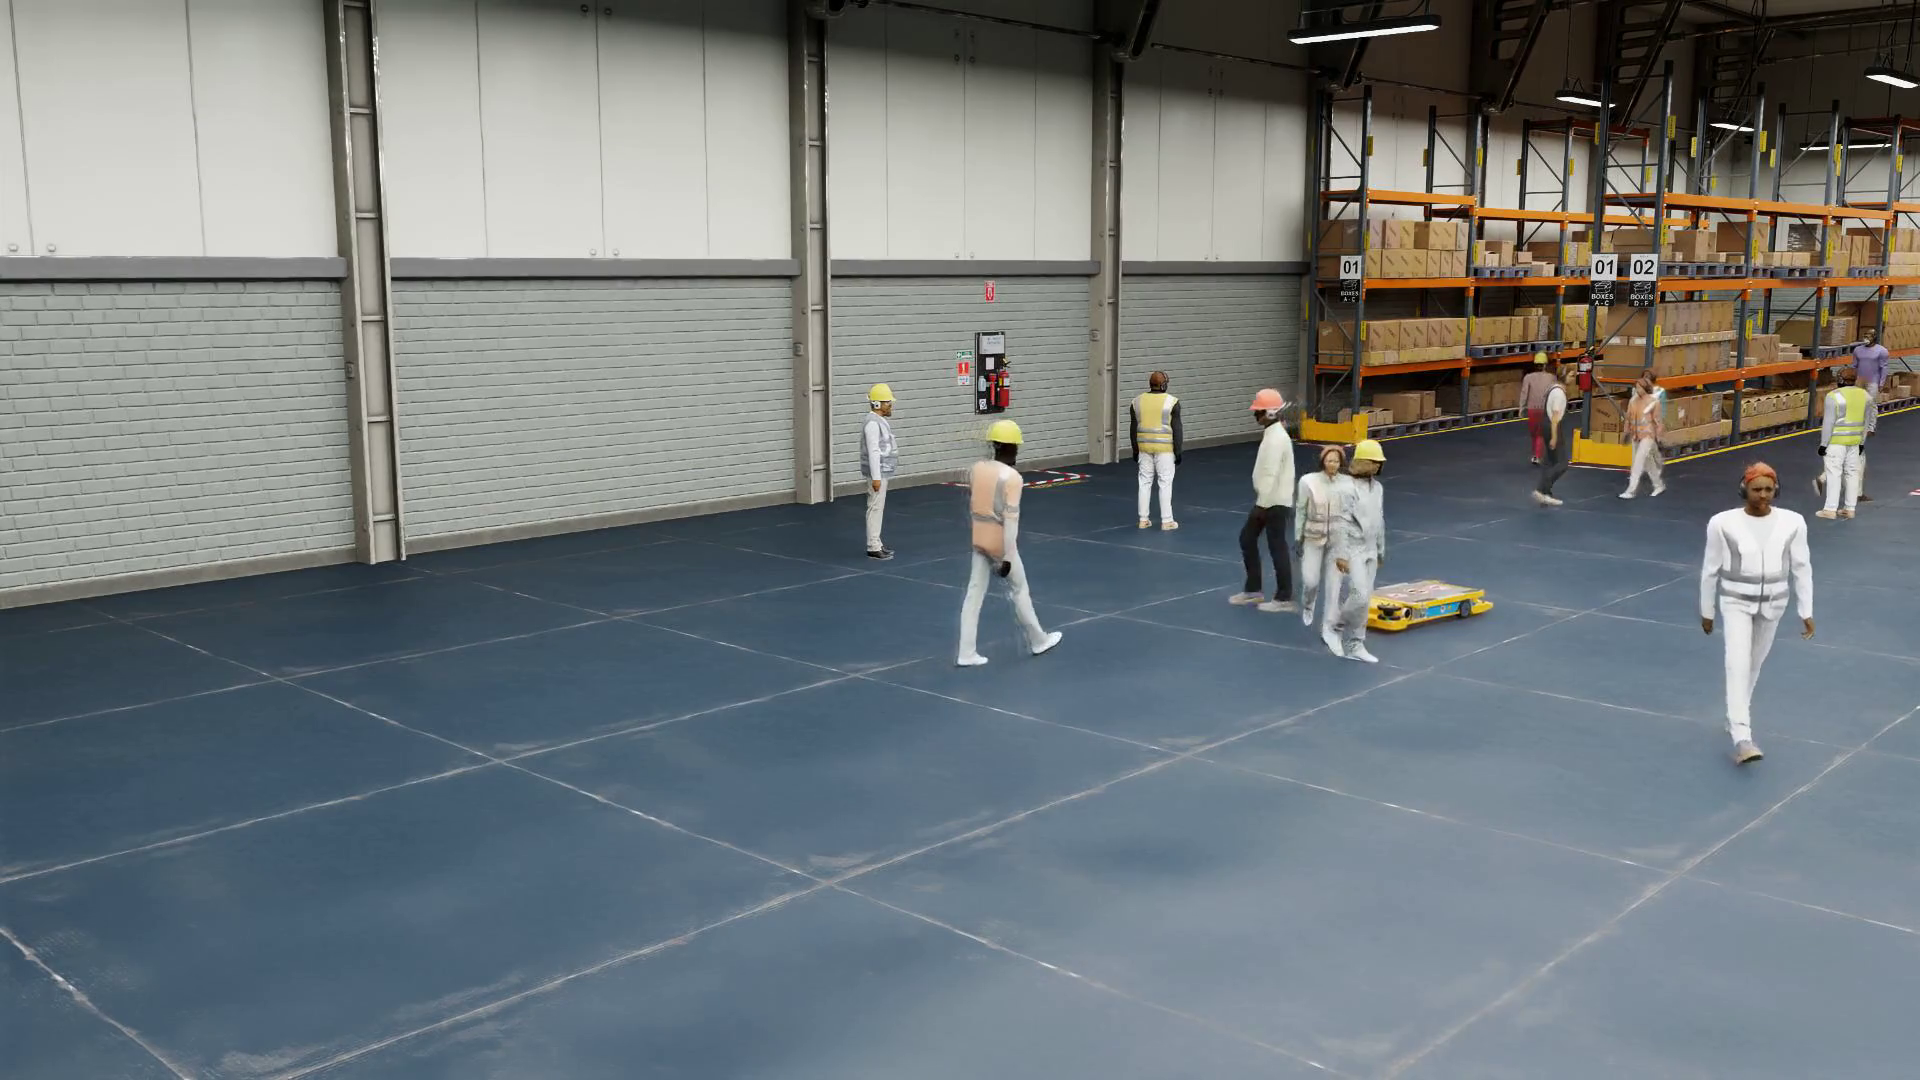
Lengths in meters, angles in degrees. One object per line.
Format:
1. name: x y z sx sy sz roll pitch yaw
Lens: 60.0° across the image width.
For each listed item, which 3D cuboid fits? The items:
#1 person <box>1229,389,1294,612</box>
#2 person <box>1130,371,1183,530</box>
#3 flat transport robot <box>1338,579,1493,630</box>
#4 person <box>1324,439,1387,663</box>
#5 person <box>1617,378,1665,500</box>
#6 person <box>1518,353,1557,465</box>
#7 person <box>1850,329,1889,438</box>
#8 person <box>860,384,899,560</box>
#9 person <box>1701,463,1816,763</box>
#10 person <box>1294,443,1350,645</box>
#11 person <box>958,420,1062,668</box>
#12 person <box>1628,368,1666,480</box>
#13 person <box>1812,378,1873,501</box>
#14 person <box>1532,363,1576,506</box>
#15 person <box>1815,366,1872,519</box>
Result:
1. person: 2.646 -0.336 14.633 0.702 1.971 0.616 0 9 3
2. person: 2.288 -1.038 19.284 0.629 1.842 0.429 5 11 29
3. flat transport robot: 3.919 0.546 14.405 1.431 0.197 0.652 -7 12 -38
4. person: 3.080 0.089 12.726 0.511 1.728 0.372 -8 12 -41
5. person: 9.024 -1.337 21.876 0.863 1.597 0.520 -3 10 -19
6. person: 8.971 -2.044 25.792 0.547 1.715 0.915 6 11 30
7. person: 16.213 -2.798 29.719 0.355 1.937 0.635 -6 11 -33
8. person: -0.836 -0.712 17.327 0.403 1.830 0.601 0 9 2
9. person: 4.948 0.436 10.353 0.595 1.832 1.005 1 9 7
10. person: 2.973 0.010 13.518 0.519 1.621 0.505 1 9 6
11. person: 0.354 0.020 12.756 0.998 1.870 0.594 -8 12 -41
12. person: 9.894 -1.675 23.868 0.784 1.615 0.519 -9 13 -44
13. person: 11.517 -1.303 21.581 0.653 1.615 0.501 1 9 5
14. person: 7.558 -1.324 21.070 0.386 1.826 0.550 2 9 11
15. person: 10.669 -1.177 20.132 0.633 1.841 0.429 -2 10 -14
